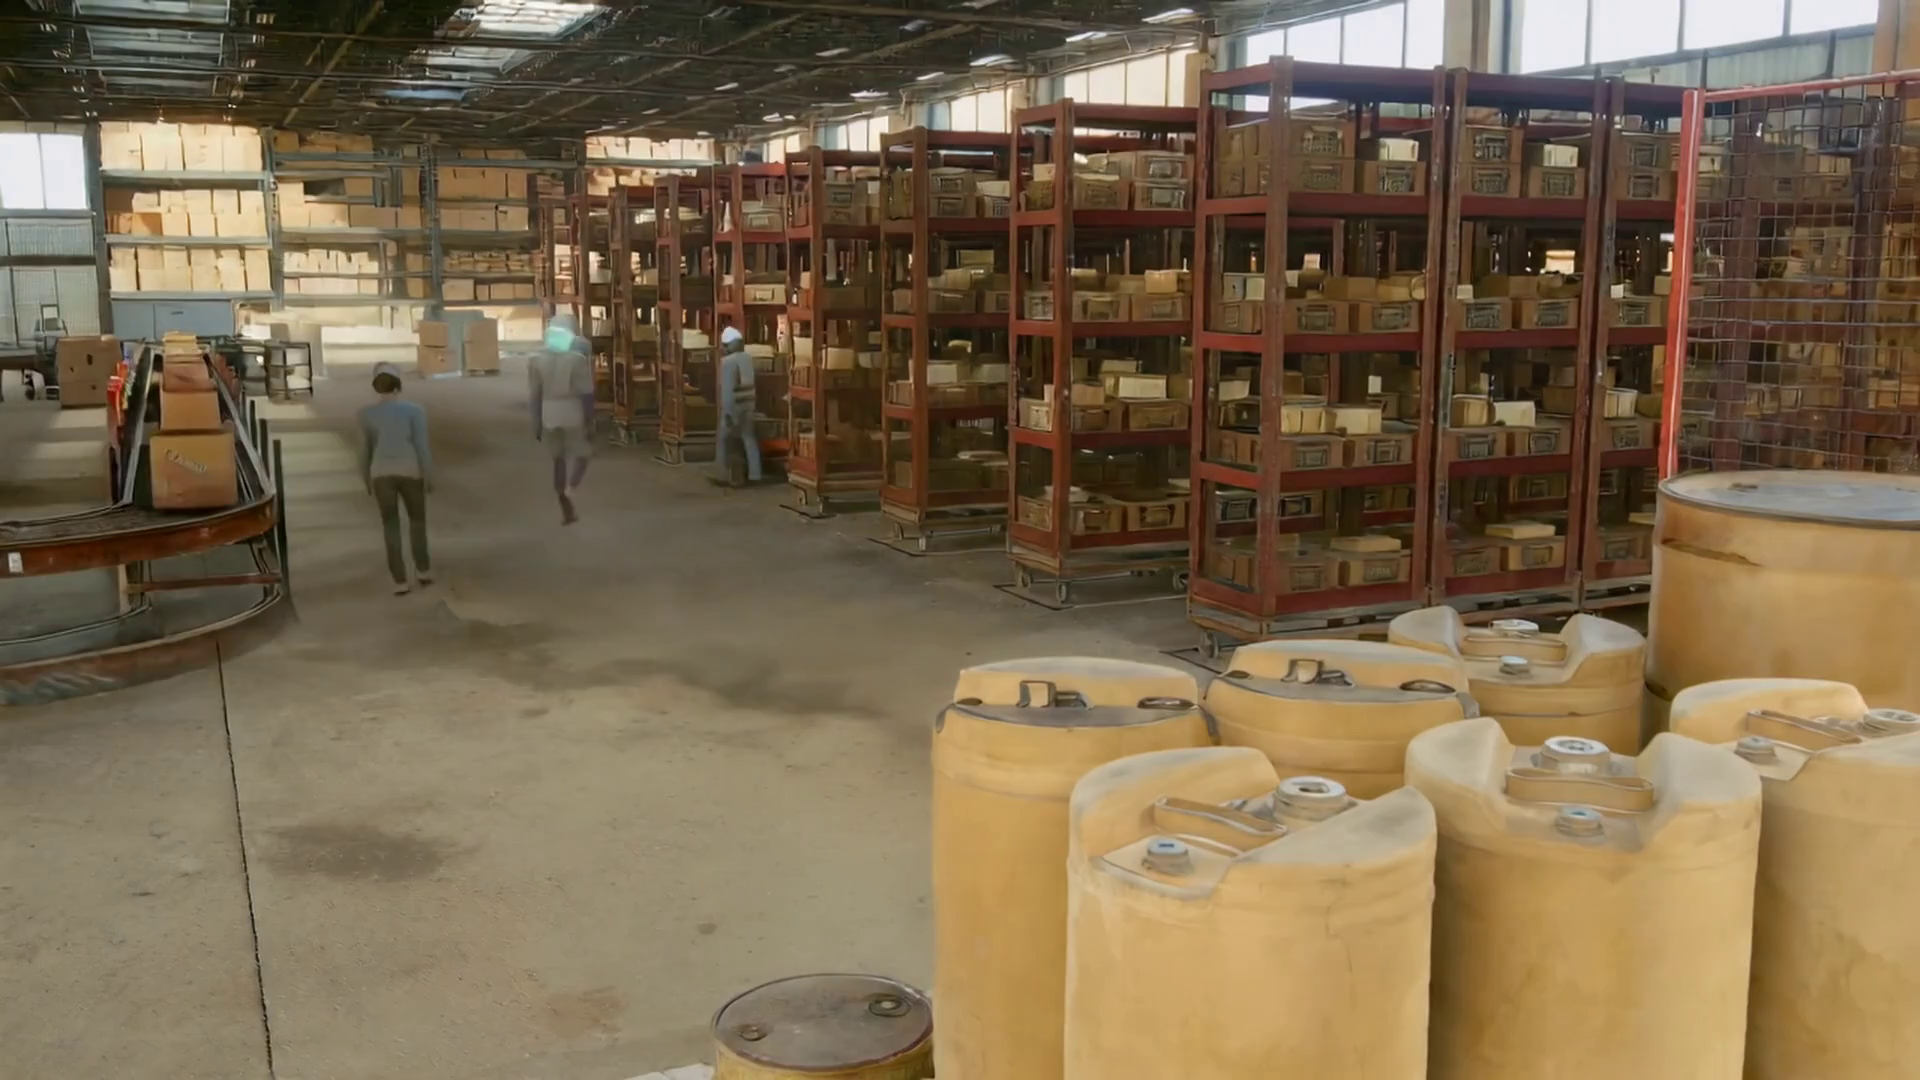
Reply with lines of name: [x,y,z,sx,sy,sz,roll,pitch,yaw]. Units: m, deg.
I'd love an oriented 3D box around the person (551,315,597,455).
person: [-5.063,-2.020,21.806,0.565,1.850,0.390,2,9,11]

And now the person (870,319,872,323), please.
person: [-2.668,-6.571,49.745,0.631,1.936,1.020,7,12,37]

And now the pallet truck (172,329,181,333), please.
pallet truck: [-17.275,-3.851,35.096,1.601,1.201,0.680,0,9,1]

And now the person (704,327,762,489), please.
person: [-2.539,-1.471,18.572,0.807,1.791,0.605,5,11,29]

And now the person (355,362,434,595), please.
person: [-4.253,-0.476,12.571,0.541,1.724,0.779,-2,9,-13]

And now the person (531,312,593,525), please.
person: [-3.765,-1.132,15.754,0.612,2.028,0.500,1,9,5]

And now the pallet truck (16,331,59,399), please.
pallet truck: [-17.082,-3.353,31.781,1.630,1.274,0.653,-4,10,-25]

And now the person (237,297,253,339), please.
person: [-18.297,-5.317,42.550,0.338,1.758,0.528,3,10,18]
